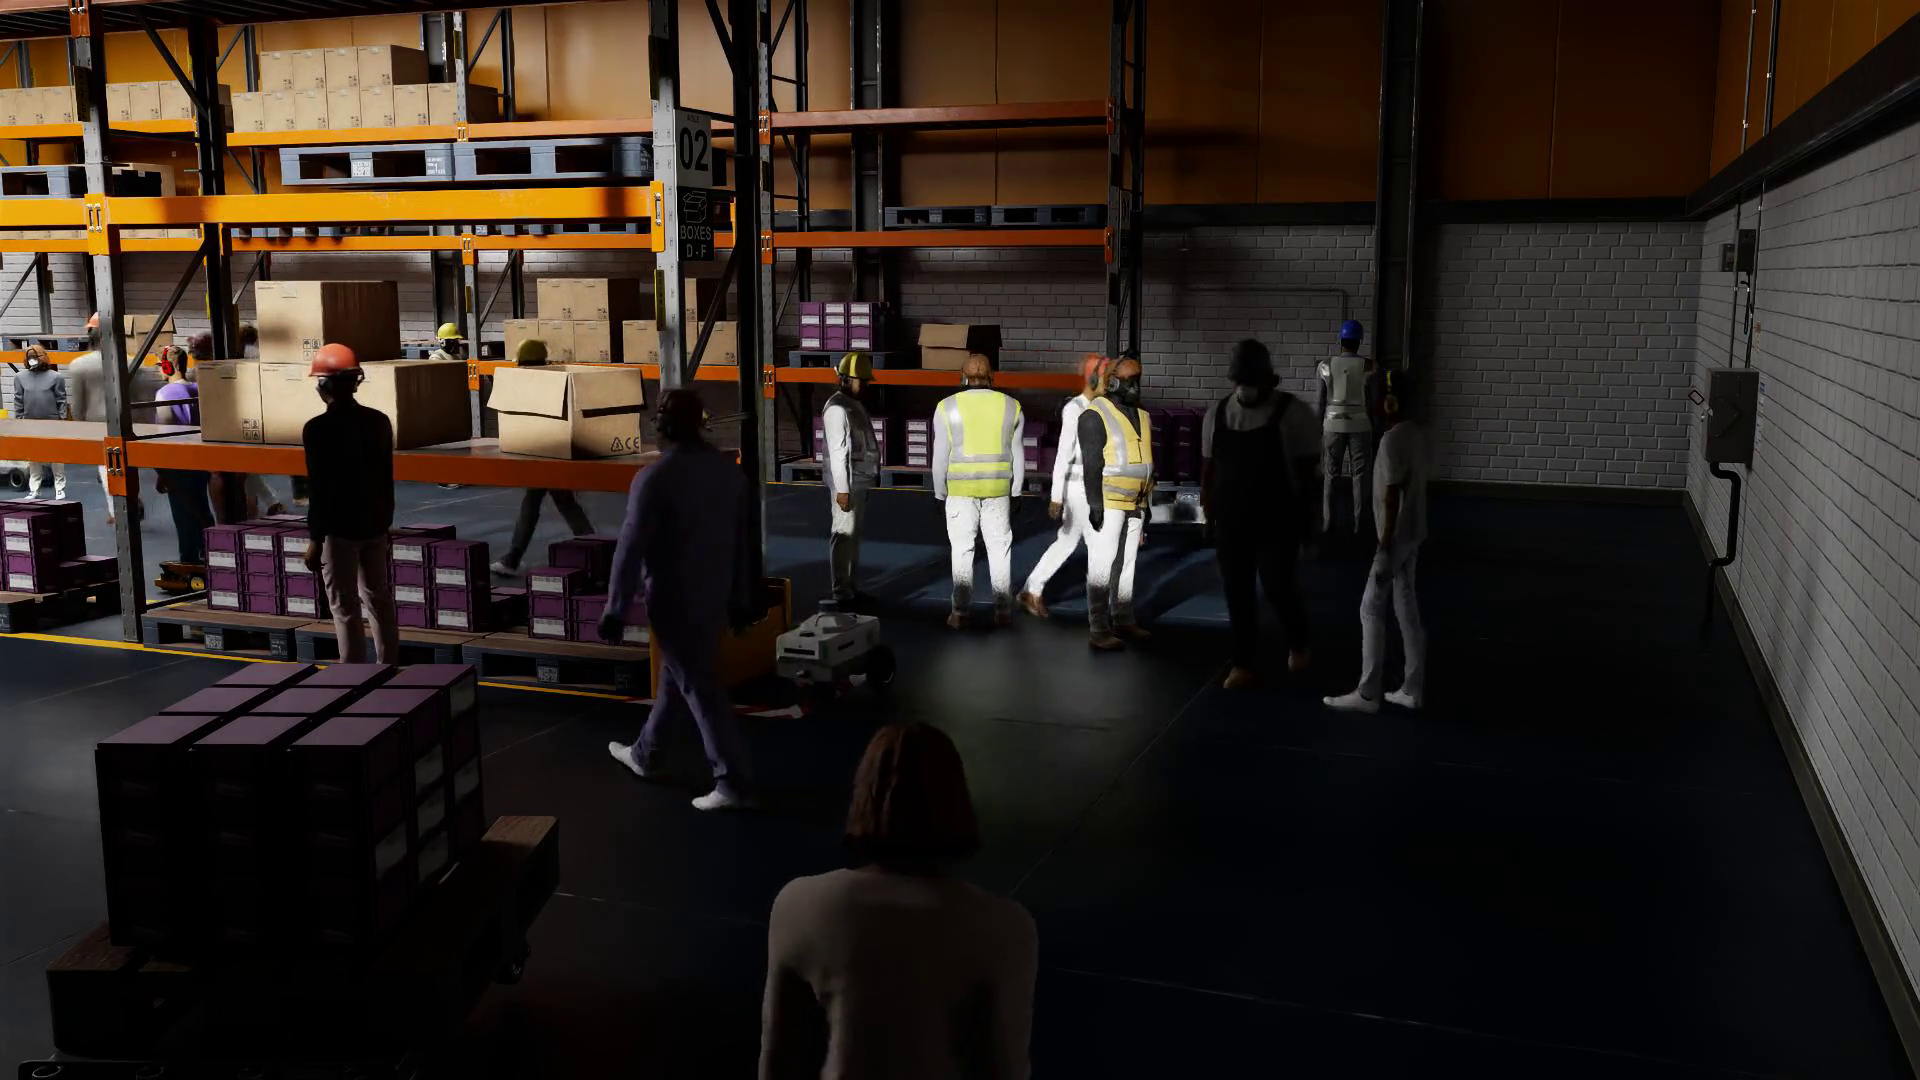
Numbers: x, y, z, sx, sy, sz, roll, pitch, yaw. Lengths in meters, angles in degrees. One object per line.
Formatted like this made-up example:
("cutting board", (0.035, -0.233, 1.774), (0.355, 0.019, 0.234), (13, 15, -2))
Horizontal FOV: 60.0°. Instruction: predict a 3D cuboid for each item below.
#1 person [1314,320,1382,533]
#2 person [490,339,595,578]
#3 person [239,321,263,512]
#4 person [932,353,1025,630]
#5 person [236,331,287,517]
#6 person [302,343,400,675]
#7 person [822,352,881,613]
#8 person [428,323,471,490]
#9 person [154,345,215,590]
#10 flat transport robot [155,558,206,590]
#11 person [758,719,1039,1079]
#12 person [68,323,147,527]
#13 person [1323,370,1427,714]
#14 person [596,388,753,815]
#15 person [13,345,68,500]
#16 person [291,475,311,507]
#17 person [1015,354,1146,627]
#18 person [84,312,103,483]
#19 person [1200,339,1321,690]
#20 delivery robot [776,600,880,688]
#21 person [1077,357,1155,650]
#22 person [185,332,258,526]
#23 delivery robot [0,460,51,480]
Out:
("person", (3.551, -1.030, 15.214), (0.613, 1.947, 0.388), (3, 10, 18))
("person", (-3.205, -0.609, 12.837), (1.030, 1.869, 0.591), (-1, 9, -9))
("person", (-7.039, -1.203, 16.432), (0.662, 1.904, 0.442), (-6, 11, -32))
("person", (0.119, -0.320, 11.099), (0.634, 1.839, 0.429), (-2, 9, -11))
("person", (-6.518, -0.977, 15.150), (0.427, 1.871, 0.577), (1, 9, 8))
("person", (-3.294, -0.056, 8.955), (0.396, 1.991, 0.623), (4, 10, 21))
("person", (-0.757, -0.407, 11.696), (0.403, 1.823, 0.588), (2, 9, 10))
("person", (-5.633, -1.481, 18.402), (0.404, 1.834, 0.591), (1, 9, 9))
("person", (-5.810, -0.542, 12.507), (0.379, 1.836, 0.561), (1, 9, 5))
("flat transport robot", (-5.210, 0.250, 12.428), (1.431, 0.197, 0.652), (3, 10, 19))
("person", (-0.139, 1.128, 2.827), (0.510, 1.591, 0.769), (2, 9, 10))
("person", (-7.972, -1.066, 15.554), (0.461, 1.918, 0.625), (8, 12, 39))
("person", (2.277, 0.019, 8.969), (0.528, 1.851, 0.607), (6, 11, 32))
("person", (-1.282, 0.260, 7.392), (0.986, 1.854, 0.663), (5, 11, 31))
("person", (-9.635, -1.229, 17.446), (0.507, 1.633, 0.276), (-2, 9, -13))
("person", (-6.687, -1.262, 16.999), (0.326, 1.842, 0.517), (1, 9, 5))
("person", (0.784, -0.342, 11.269), (0.961, 1.841, 0.612), (4, 10, 23))
("person", (-9.684, -1.612, 18.891), (0.354, 1.942, 0.545), (-5, 10, -27))
("person", (1.682, -0.160, 9.460), (0.711, 2.000, 0.608), (6, 11, 33))
("delivery robot", (-0.726, 0.575, 9.206), (0.477, 0.478, 0.707), (4, 10, 22))
("person", (1.019, -0.238, 10.578), (0.429, 1.844, 0.627), (8, 12, 39))
("person", (-6.321, -0.832, 14.195), (0.416, 1.876, 0.697), (7, 11, 37))
("delivery robot", (-10.405, -0.875, 18.311), (0.707, 0.478, 0.477), (2, 9, 14))
